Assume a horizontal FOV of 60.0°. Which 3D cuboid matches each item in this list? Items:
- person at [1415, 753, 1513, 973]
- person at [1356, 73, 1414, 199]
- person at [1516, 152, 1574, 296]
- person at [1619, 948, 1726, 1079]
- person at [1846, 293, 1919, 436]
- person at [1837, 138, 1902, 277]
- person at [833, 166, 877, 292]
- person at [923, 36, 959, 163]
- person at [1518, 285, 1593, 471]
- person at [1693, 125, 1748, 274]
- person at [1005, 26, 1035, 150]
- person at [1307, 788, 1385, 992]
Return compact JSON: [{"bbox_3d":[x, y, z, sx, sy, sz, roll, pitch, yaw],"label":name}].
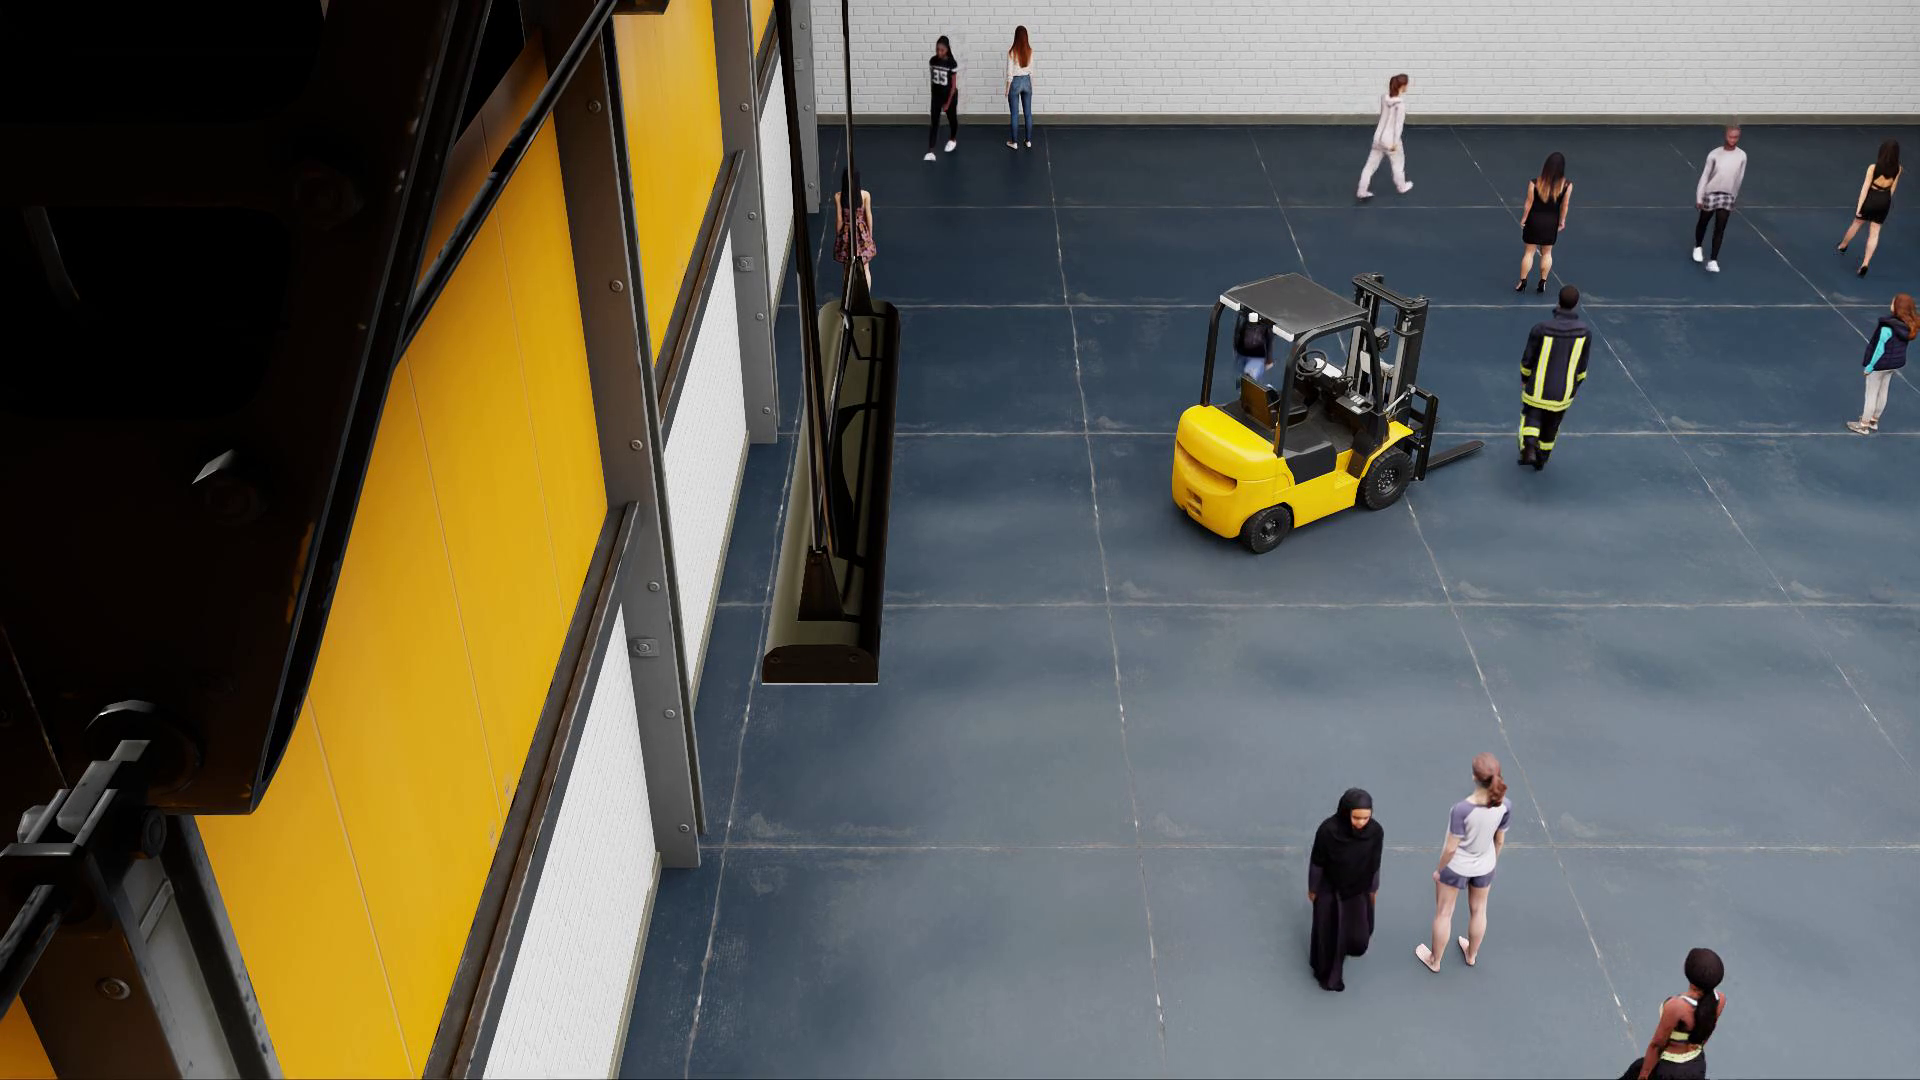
[{"bbox_3d":[3.259,2.083,10.669,0.611,1.765,0.588,-4,34,-7],"label":"person"},{"bbox_3d":[5.536,-5.251,21.813,1.043,1.643,1.092,-19,38,-26],"label":"person"},{"bbox_3d":[6.800,-3.685,19.389,0.688,1.718,0.642,5,34,8],"label":"person"},{"bbox_3d":[4.018,3.026,9.271,0.662,1.741,0.669,-8,34,-12],"label":"person"},{"bbox_3d":[9.292,-1.779,16.720,0.680,1.499,0.716,-18,38,-25],"label":"person"},{"bbox_3d":[10.943,-3.925,19.849,0.695,1.608,1.056,6,34,9],"label":"person"},{"bbox_3d":[-1.210,-3.418,18.937,0.706,1.773,0.716,-5,34,-8],"label":"person"},{"bbox_3d":[-0.182,-6.146,23.125,0.886,1.681,1.243,13,36,19],"label":"person"},{"bbox_3d":[5.669,-1.487,15.904,0.876,1.914,0.903,8,34,11],"label":"person"},{"bbox_3d":[9.134,-4.174,20.101,0.784,1.744,1.073,6,34,9],"label":"person"},{"bbox_3d":[0.851,-6.388,23.446,0.636,1.728,0.609,-11,35,-15],"label":"person"},{"bbox_3d":[2.458,2.161,10.695,0.615,1.606,0.778,-1,34,-1],"label":"person"}]
